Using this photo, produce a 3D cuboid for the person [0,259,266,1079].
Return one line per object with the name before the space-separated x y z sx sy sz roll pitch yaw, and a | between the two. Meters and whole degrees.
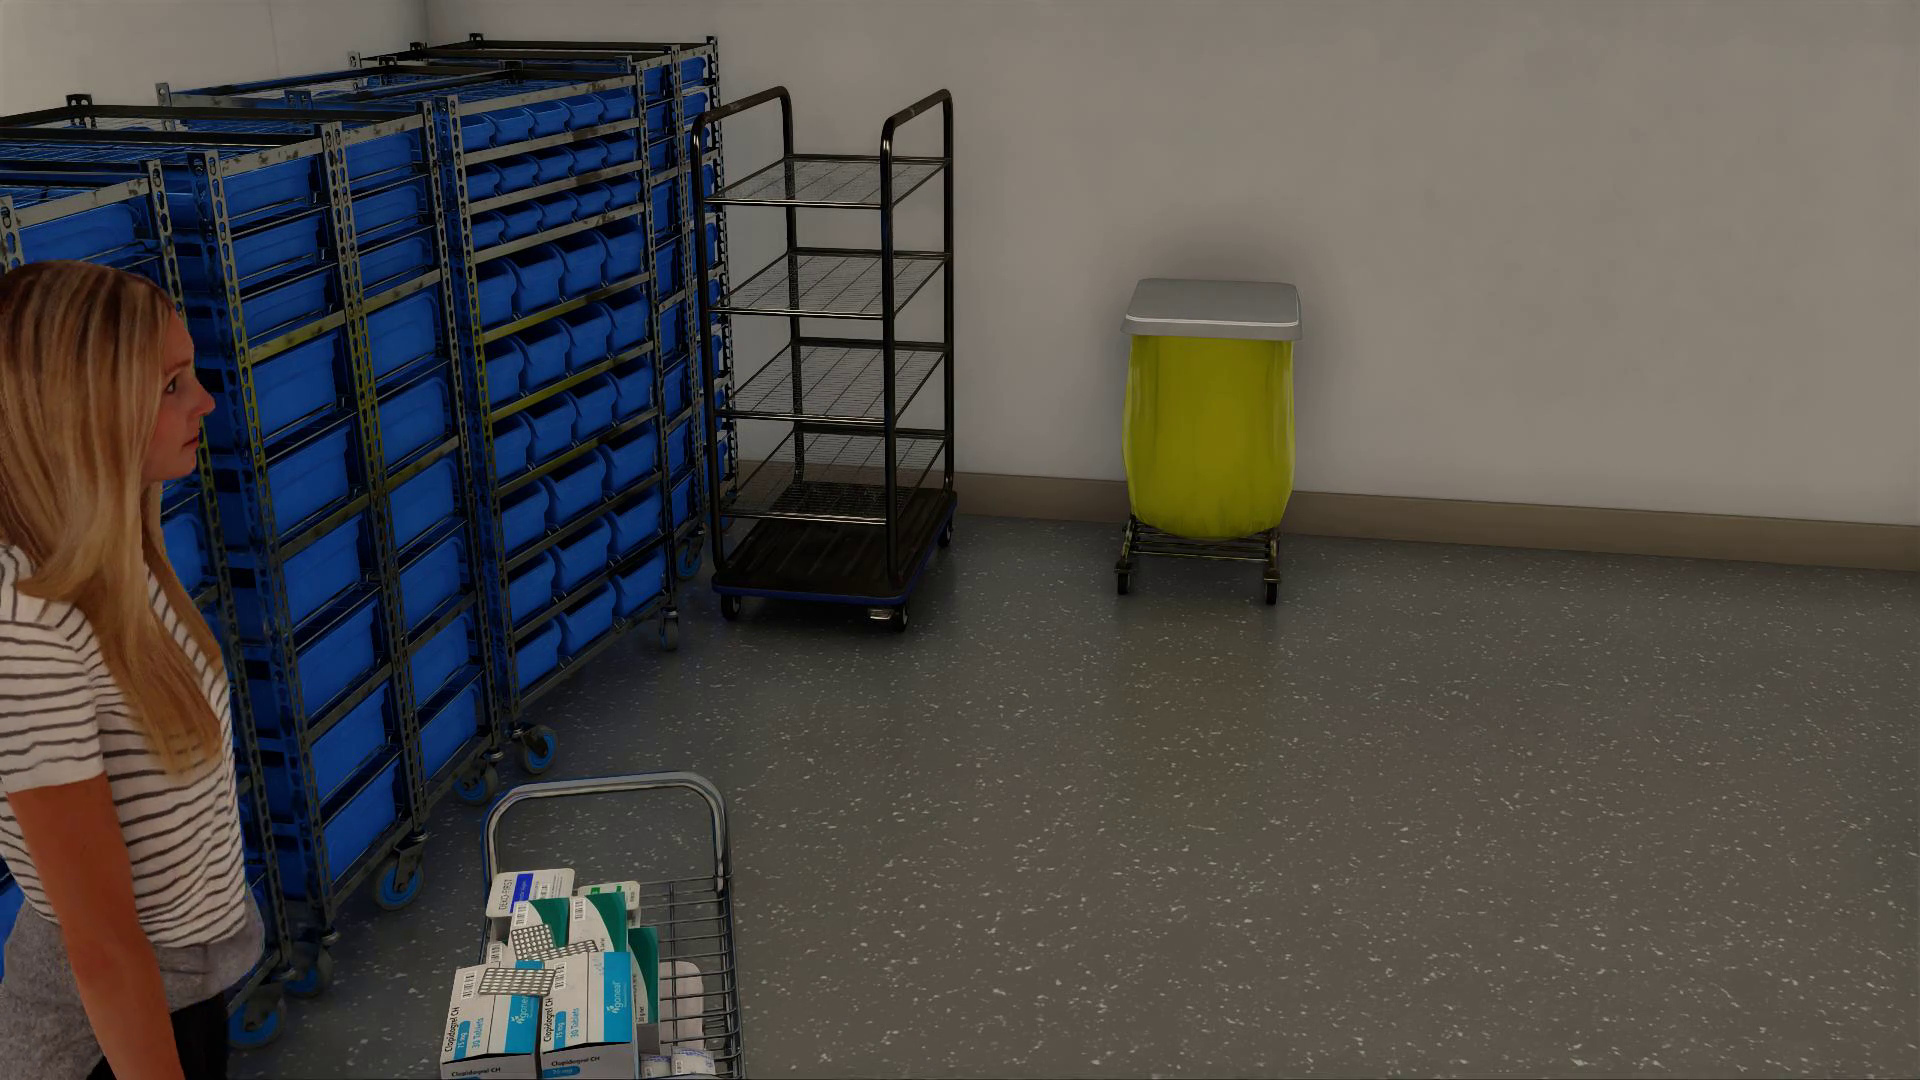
person | -1.018 0.584 1.960 1.021 1.780 1.023 -10 23 -24
